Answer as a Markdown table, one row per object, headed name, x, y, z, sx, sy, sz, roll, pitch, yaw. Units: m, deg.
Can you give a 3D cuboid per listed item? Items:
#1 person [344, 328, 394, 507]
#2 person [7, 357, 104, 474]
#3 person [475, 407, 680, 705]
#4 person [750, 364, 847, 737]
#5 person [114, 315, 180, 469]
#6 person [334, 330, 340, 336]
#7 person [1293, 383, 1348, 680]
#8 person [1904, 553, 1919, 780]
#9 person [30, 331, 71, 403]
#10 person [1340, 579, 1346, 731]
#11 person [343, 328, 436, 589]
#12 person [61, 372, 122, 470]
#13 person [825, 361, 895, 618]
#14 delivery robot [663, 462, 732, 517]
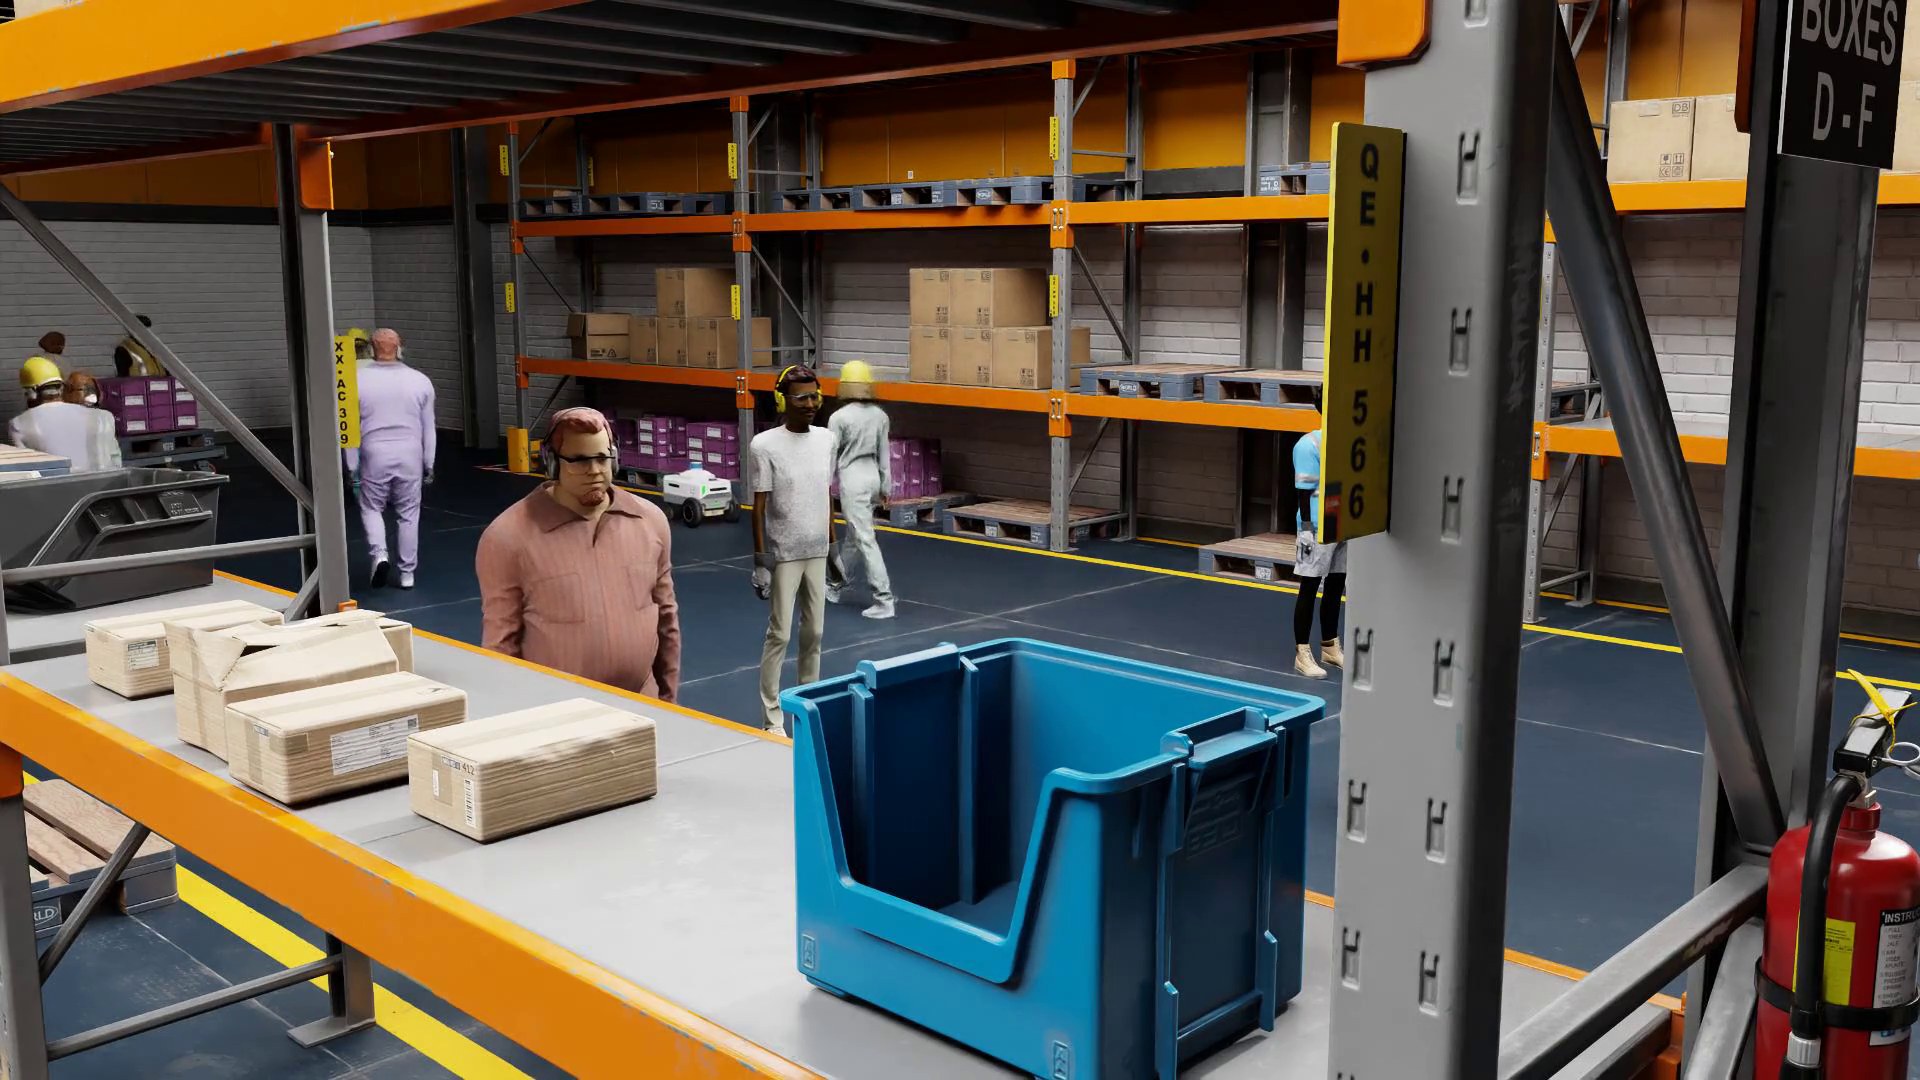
| name | x | y | z | sx | sy | sz | roll | pitch | yaw |
| --- | --- | --- | --- | --- | --- | --- | --- | --- | --- |
| person | -5.757 | -1.165 | 16.092 | 0.534 | 1.739 | 0.641 | -5 | 11 | -28 |
| person | -5.534 | -0.236 | 10.274 | 0.955 | 1.787 | 0.592 | 8 | 12 | 39 |
| person | -1.150 | 0.535 | 5.174 | 0.639 | 1.900 | 0.404 | -7 | 12 | -37 |
| person | -0.772 | 0.087 | 8.007 | 0.532 | 1.868 | 0.310 | -8 | 12 | -42 |
| person | -9.296 | -1.661 | 18.947 | 0.930 | 1.807 | 0.630 | 3 | 10 | 17 |
| person | -7.650 | -1.857 | 19.823 | 0.626 | 1.889 | 0.734 | -4 | 10 | -26 |
| person | 2.104 | -0.066 | 9.468 | 0.534 | 1.697 | 0.318 | -7 | 12 | -38 |
| person | 4.545 | 0.193 | 7.504 | 0.592 | 1.826 | 0.404 | -8 | 12 | -40 |
| person | -10.321 | -1.561 | 18.907 | 0.542 | 1.609 | 0.363 | 0 | 9 | 1 |
| person | 1.779 | 0.237 | 6.872 | 0.355 | 1.938 | 0.634 | 0 | 9 | -2 |
| person | -4.074 | -0.562 | 11.915 | 0.643 | 1.896 | 0.487 | -4 | 10 | -24 |
| person | -6.162 | -0.385 | 11.701 | 0.696 | 1.612 | 0.504 | 4 | 10 | 23 |
| person | -0.729 | -0.346 | 11.175 | 0.888 | 1.694 | 0.508 | 8 | 12 | 41 |
| delivery robot | -2.394 | -0.469 | 15.131 | 0.477 | 0.478 | 0.707 | -8 | 13 | -41 |
